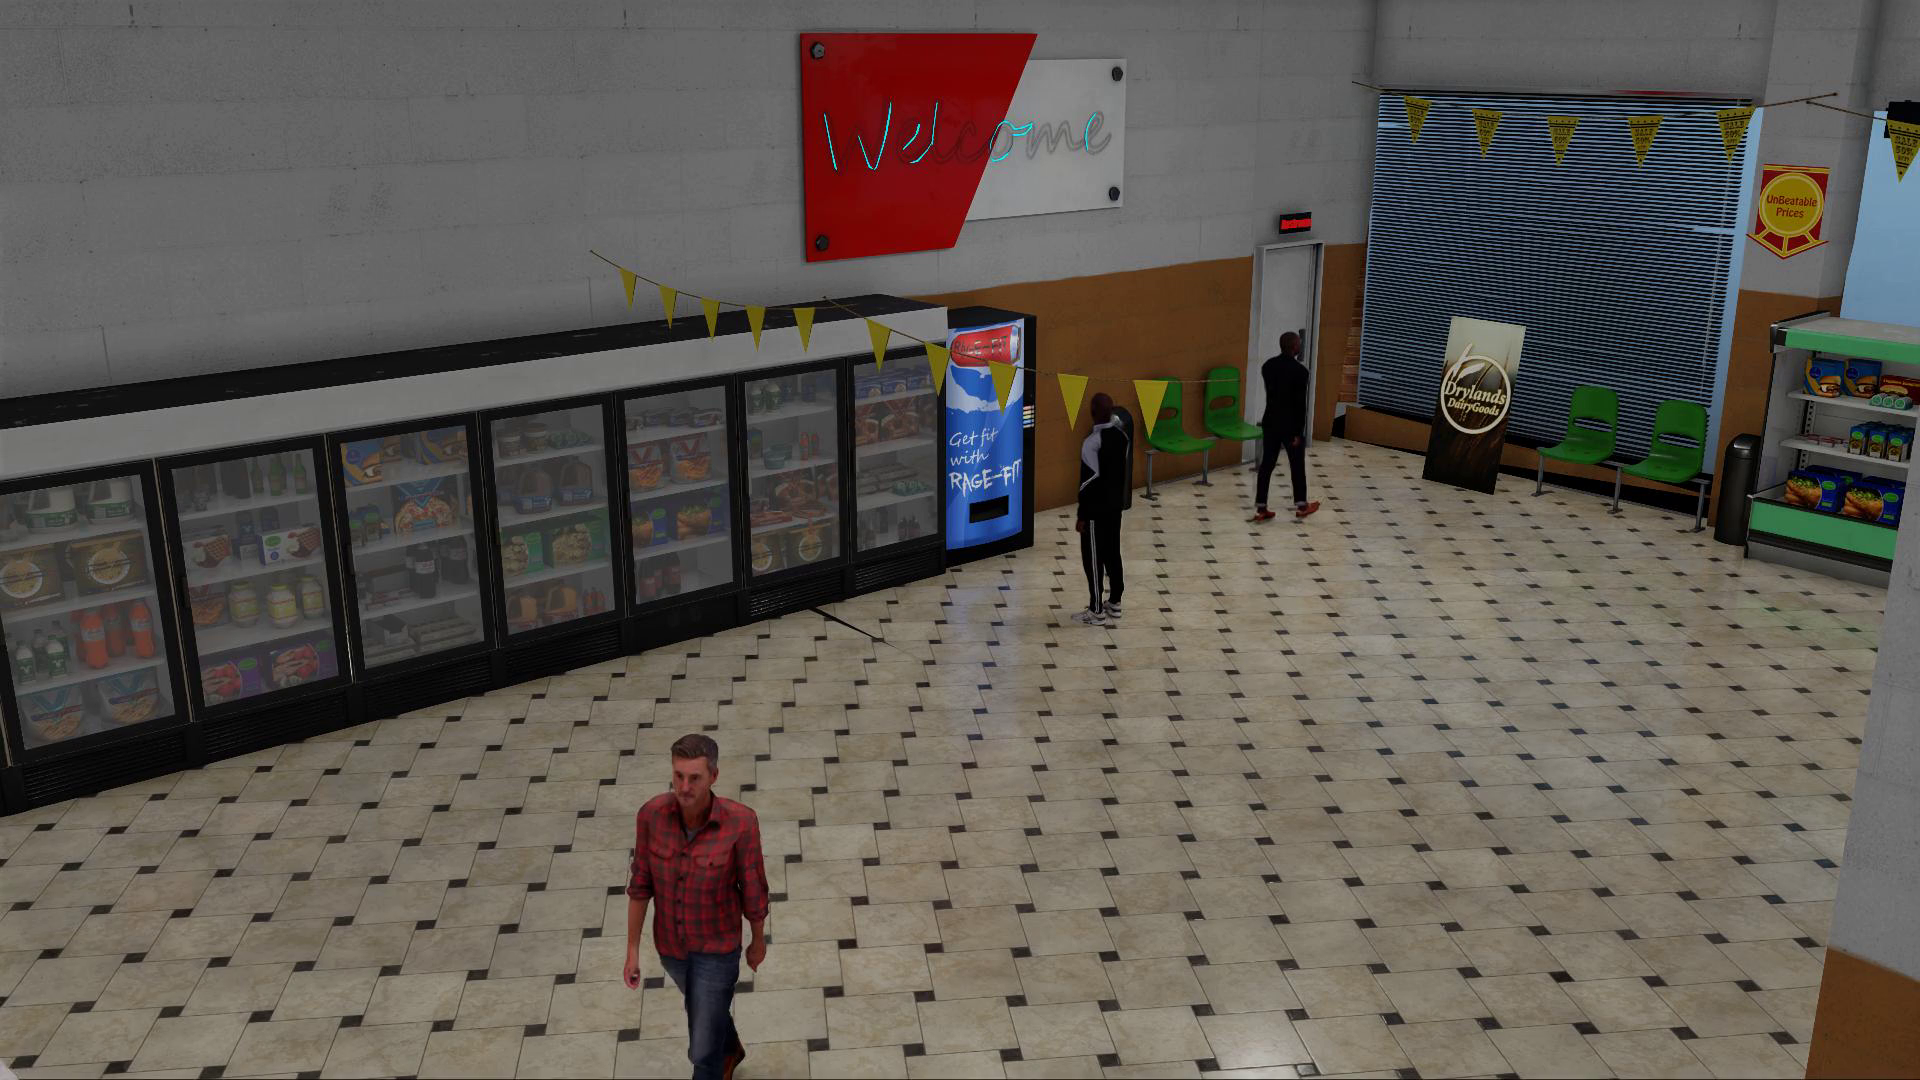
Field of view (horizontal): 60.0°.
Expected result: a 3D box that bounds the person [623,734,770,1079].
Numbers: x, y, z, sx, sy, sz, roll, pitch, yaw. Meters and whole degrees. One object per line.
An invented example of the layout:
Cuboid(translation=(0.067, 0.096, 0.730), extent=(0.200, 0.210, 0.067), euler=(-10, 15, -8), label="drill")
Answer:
Cuboid(translation=(-1.043, 1.615, 6.827), extent=(1.269, 1.781, 1.191), euler=(5, 18, 16), label="person")

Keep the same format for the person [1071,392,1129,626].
Cuboid(translation=(1.105, -0.255, 12.906), extent=(0.562, 1.827, 0.681), euler=(16, 23, 42), label="person")

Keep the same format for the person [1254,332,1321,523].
Cuboid(translation=(2.956, -1.036, 15.524), extent=(0.757, 1.802, 0.867), euler=(-14, 22, -39), label="person")
